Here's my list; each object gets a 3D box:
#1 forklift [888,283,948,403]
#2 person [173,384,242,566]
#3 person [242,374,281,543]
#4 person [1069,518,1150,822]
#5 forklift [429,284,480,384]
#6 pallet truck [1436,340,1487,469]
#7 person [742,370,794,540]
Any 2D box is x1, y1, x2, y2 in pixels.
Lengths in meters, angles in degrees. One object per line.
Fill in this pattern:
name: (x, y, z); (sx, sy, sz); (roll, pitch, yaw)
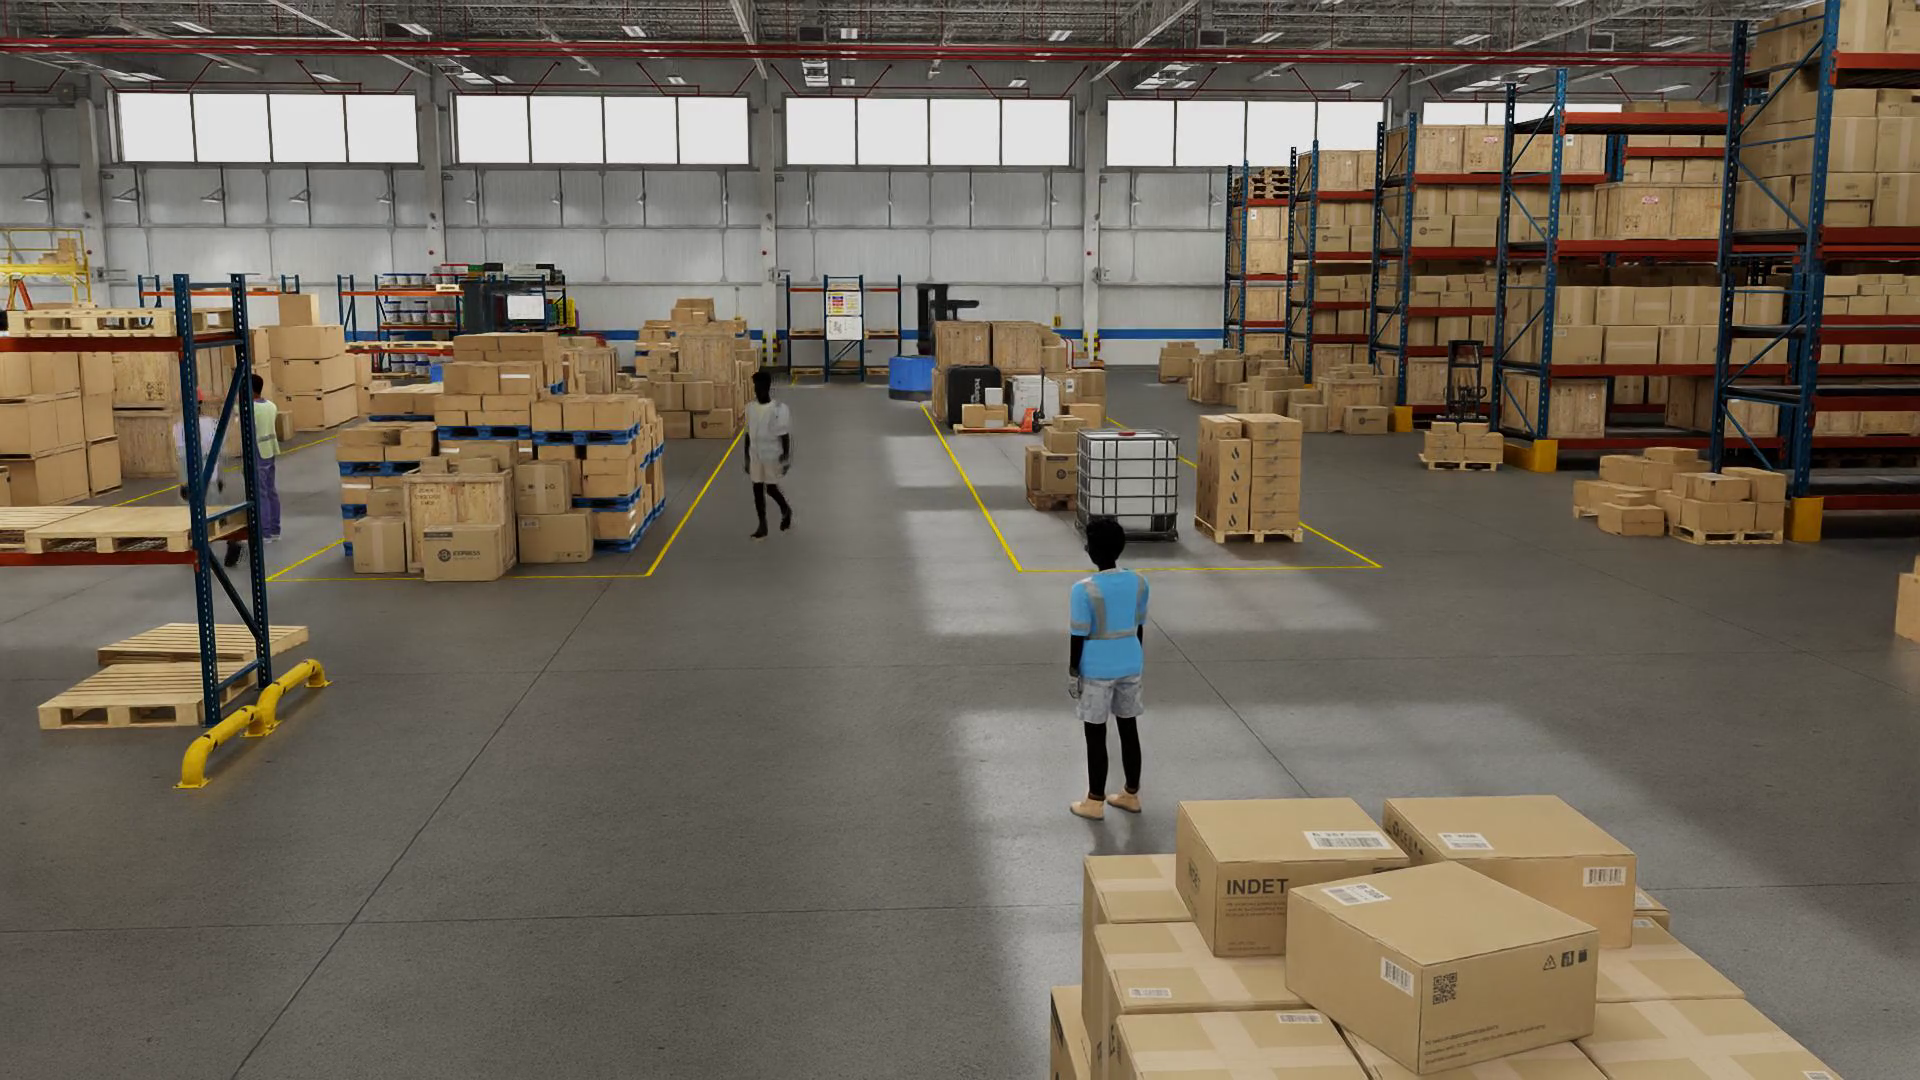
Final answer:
forklift: (-0.684, -4.715, 39.634); (1.873, 2.768, 1.129); (-6, 11, -34)
person: (-7.845, -0.661, 17.253); (0.867, 1.908, 0.552); (6, 11, 31)
person: (-7.911, -0.918, 18.810); (0.392, 1.919, 0.592); (1, 9, 4)
person: (0.818, 0.721, 9.230); (0.535, 1.694, 0.320); (-6, 11, -34)
forklift: (-10.698, -4.219, 36.521); (1.873, 2.768, 1.129); (-3, 9, -16)
pallet truck: (8.004, -2.170, 26.422); (0.823, 1.965, 1.885); (2, 9, 14)
person: (-2.198, -0.978, 19.087); (0.622, 1.948, 0.546); (5, 10, 29)
